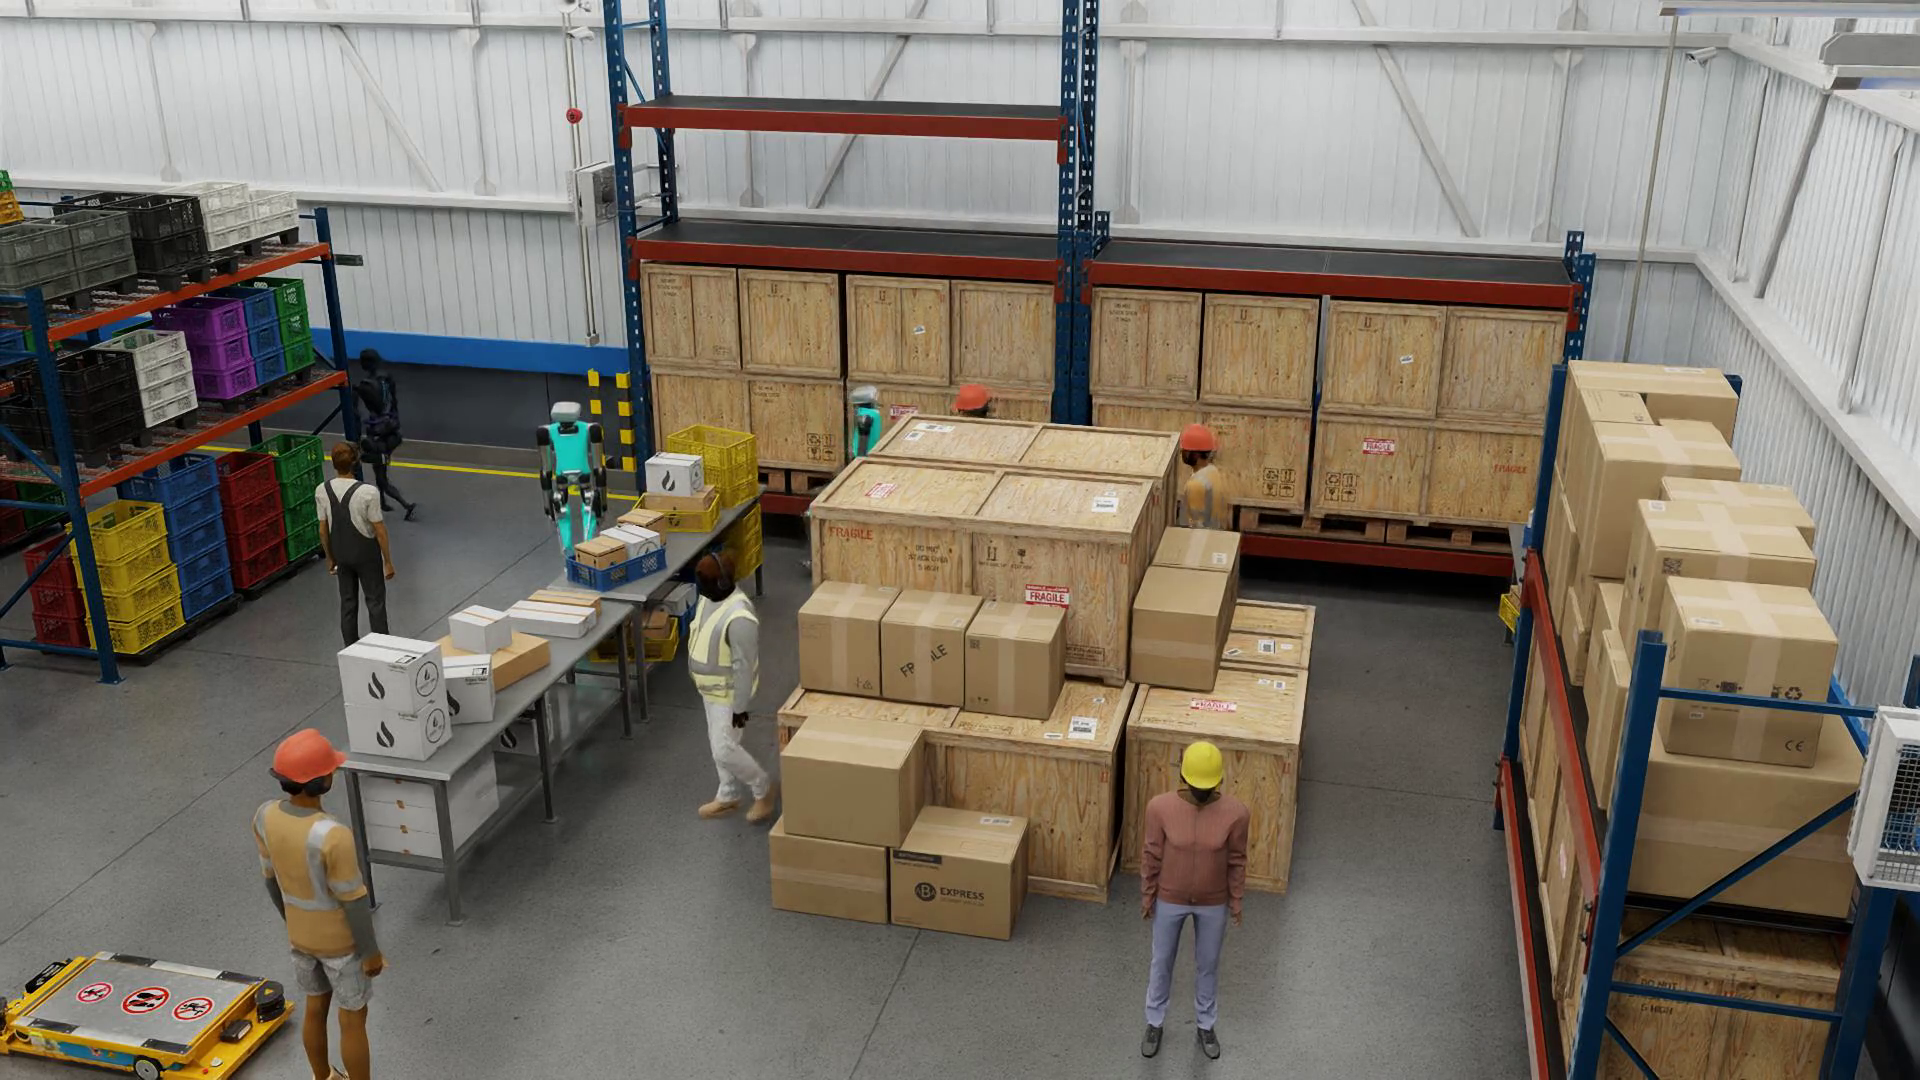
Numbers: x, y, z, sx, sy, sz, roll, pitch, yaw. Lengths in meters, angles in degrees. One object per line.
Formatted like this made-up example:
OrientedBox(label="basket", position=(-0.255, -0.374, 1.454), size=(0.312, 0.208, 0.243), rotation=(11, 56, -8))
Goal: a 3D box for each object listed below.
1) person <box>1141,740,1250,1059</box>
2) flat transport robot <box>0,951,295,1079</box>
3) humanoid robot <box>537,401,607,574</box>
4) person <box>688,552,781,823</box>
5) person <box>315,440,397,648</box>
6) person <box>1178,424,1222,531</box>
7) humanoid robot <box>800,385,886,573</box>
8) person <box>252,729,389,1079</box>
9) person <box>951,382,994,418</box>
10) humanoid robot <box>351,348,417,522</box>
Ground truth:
OrientedBox(label="person", position=(1.155, 1.787, 8.275), size=(0.522, 1.767, 0.314), rotation=(1, 21, 4))
OrientedBox(label="flat transport robot", position=(-4.270, 2.464, 8.601), size=(1.431, 0.231, 0.659), rotation=(5, 22, 13))
OrientedBox(label="humanoid robot", position=(-3.130, -0.181, 13.477), size=(0.531, 1.769, 0.960), rotation=(-3, 21, -8))
OrientedBox(label="person", position=(-1.443, 0.927, 10.436), size=(0.492, 1.831, 0.644), rotation=(-9, 23, -23))
OrientedBox(label="person", position=(-4.502, 0.147, 12.454), size=(0.513, 1.843, 0.326), rotation=(3, 21, 7))
OrientedBox(label="person", position=(1.759, 0.018, 12.734), size=(0.981, 1.881, 0.564), rotation=(10, 23, 24))
OrientedBox(label="humanoid robot", position=(-1.059, -0.470, 14.289), size=(1.011, 1.768, 0.537), rotation=(4, 21, 9))
OrientedBox(label="person", position=(-2.952, 1.821, 7.800), size=(0.604, 2.045, 0.375), rotation=(11, 24, 27))
OrientedBox(label="person", position=(0.217, -0.291, 13.379), size=(0.939, 2.006, 0.598), rotation=(2, 21, 5))
OrientedBox(label="humanoid robot", position=(-5.451, -1.004, 15.742), size=(0.695, 1.642, 0.589), rotation=(10, 23, 24))
